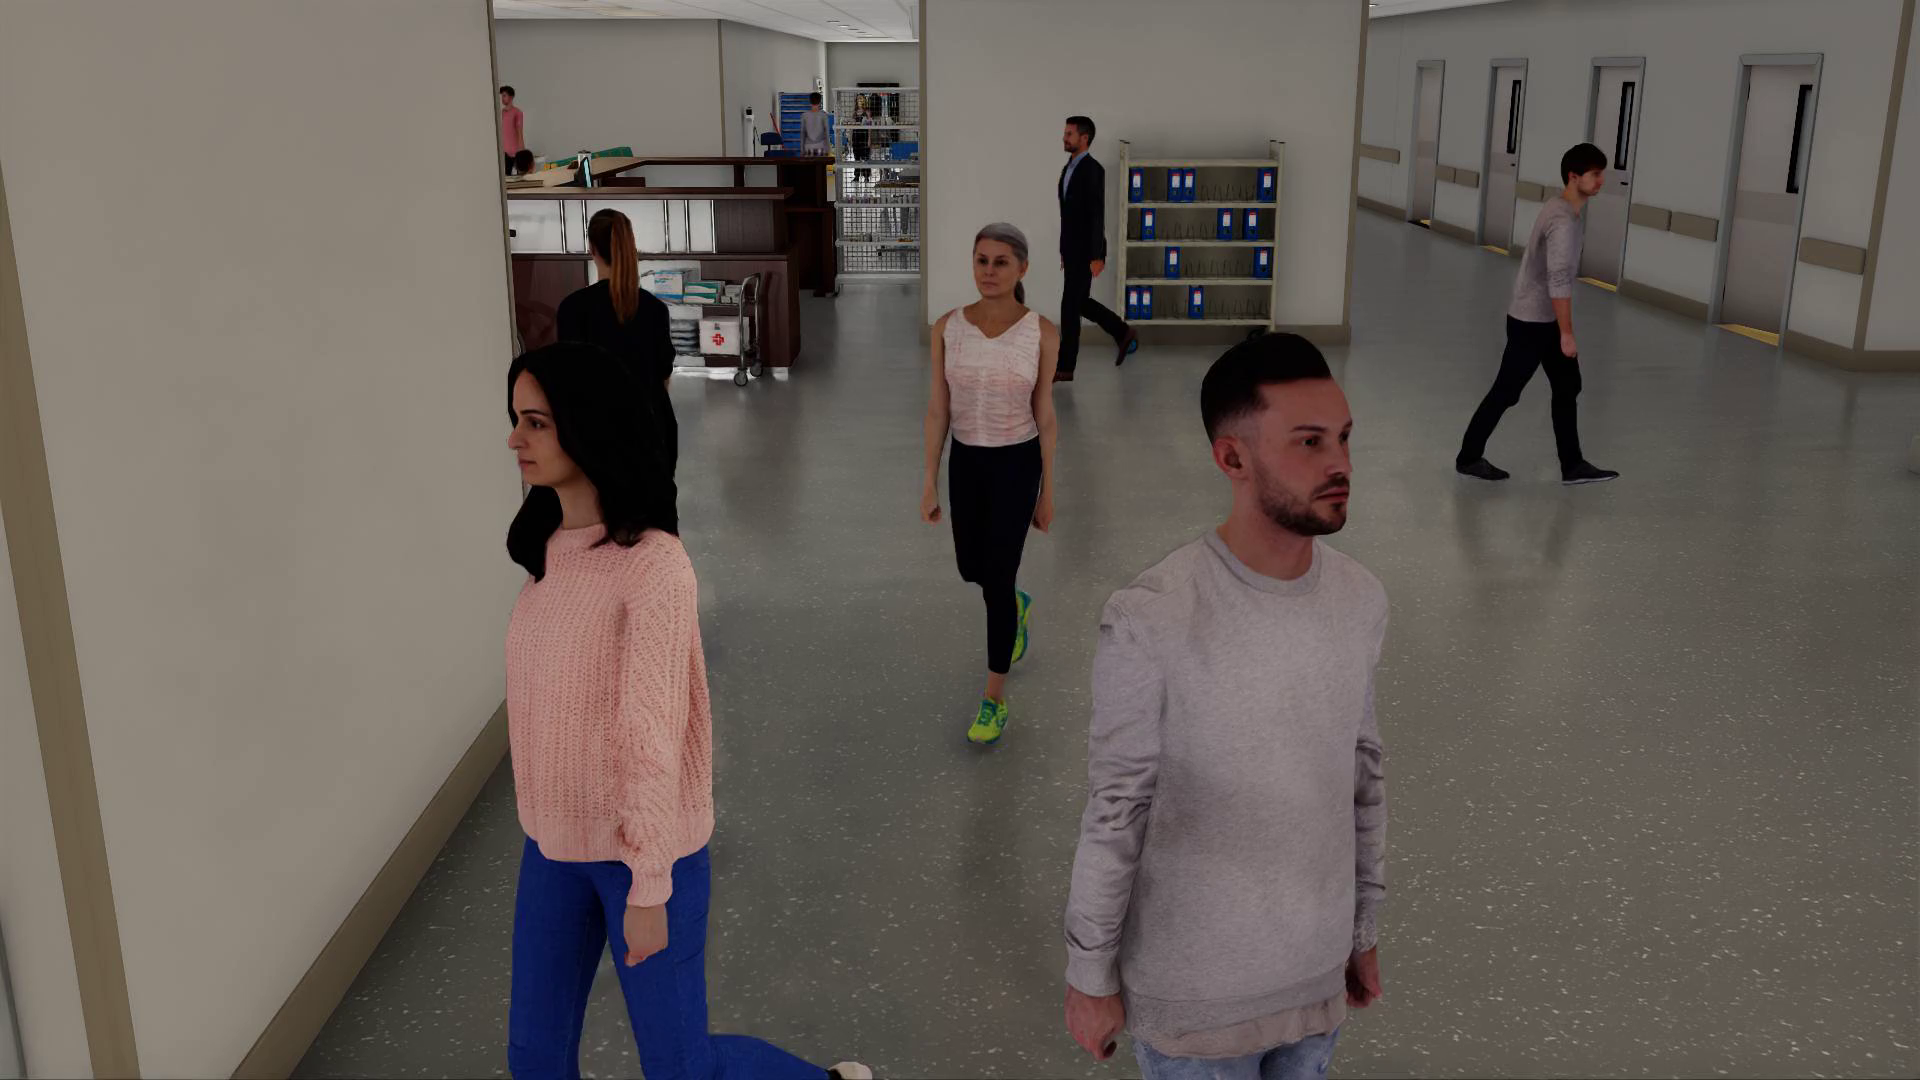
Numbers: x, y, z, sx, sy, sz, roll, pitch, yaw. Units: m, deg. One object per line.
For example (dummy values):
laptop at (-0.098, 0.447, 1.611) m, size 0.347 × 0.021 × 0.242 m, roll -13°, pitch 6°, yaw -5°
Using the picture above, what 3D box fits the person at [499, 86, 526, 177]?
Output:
person at (-6.503, -5.668, 24.520) m, size 1.218 × 1.926 × 1.044 m, roll 8°, pitch 17°, yaw 25°

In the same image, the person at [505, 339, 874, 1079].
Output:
person at (-0.495, 0.540, 2.840) m, size 1.137 × 1.743 × 1.045 m, roll -13°, pitch 21°, yaw -39°

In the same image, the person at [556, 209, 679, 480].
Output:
person at (-1.232, -0.354, 6.221) m, size 1.150 × 1.629 × 1.027 m, roll -8°, pitch 18°, yaw -26°

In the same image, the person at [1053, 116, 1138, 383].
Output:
person at (0.937, -2.043, 11.824) m, size 1.210 × 1.840 × 0.948 m, roll -7°, pitch 17°, yaw -23°

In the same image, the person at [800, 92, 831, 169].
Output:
person at (-2.332, -6.227, 26.670) m, size 0.740 × 1.836 × 0.762 m, roll 3°, pitch 16°, yaw 9°

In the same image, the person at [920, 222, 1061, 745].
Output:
person at (0.140, -0.216, 5.644) m, size 1.102 × 1.676 × 0.915 m, roll 5°, pitch 17°, yaw 19°

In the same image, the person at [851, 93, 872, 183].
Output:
person at (-1.974, -8.050, 33.298) m, size 0.532 × 1.748 × 0.675 m, roll 4°, pitch 16°, yaw 12°

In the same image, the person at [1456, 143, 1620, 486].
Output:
person at (2.950, -1.143, 8.729) m, size 1.179 × 1.785 × 0.991 m, roll 6°, pitch 17°, yaw 20°

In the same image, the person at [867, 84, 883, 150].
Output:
person at (-2.446, -12.245, 48.070) m, size 0.813 × 1.807 × 0.790 m, roll 11°, pitch 19°, yaw 34°

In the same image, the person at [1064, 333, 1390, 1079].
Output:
person at (0.348, 0.597, 2.475) m, size 0.787 × 1.831 × 0.878 m, roll -10°, pitch 19°, yaw -32°

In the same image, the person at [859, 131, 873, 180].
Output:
person at (-2.000, -8.210, 34.447) m, size 0.993 × 1.433 × 0.912 m, roll 8°, pitch 17°, yaw 25°
